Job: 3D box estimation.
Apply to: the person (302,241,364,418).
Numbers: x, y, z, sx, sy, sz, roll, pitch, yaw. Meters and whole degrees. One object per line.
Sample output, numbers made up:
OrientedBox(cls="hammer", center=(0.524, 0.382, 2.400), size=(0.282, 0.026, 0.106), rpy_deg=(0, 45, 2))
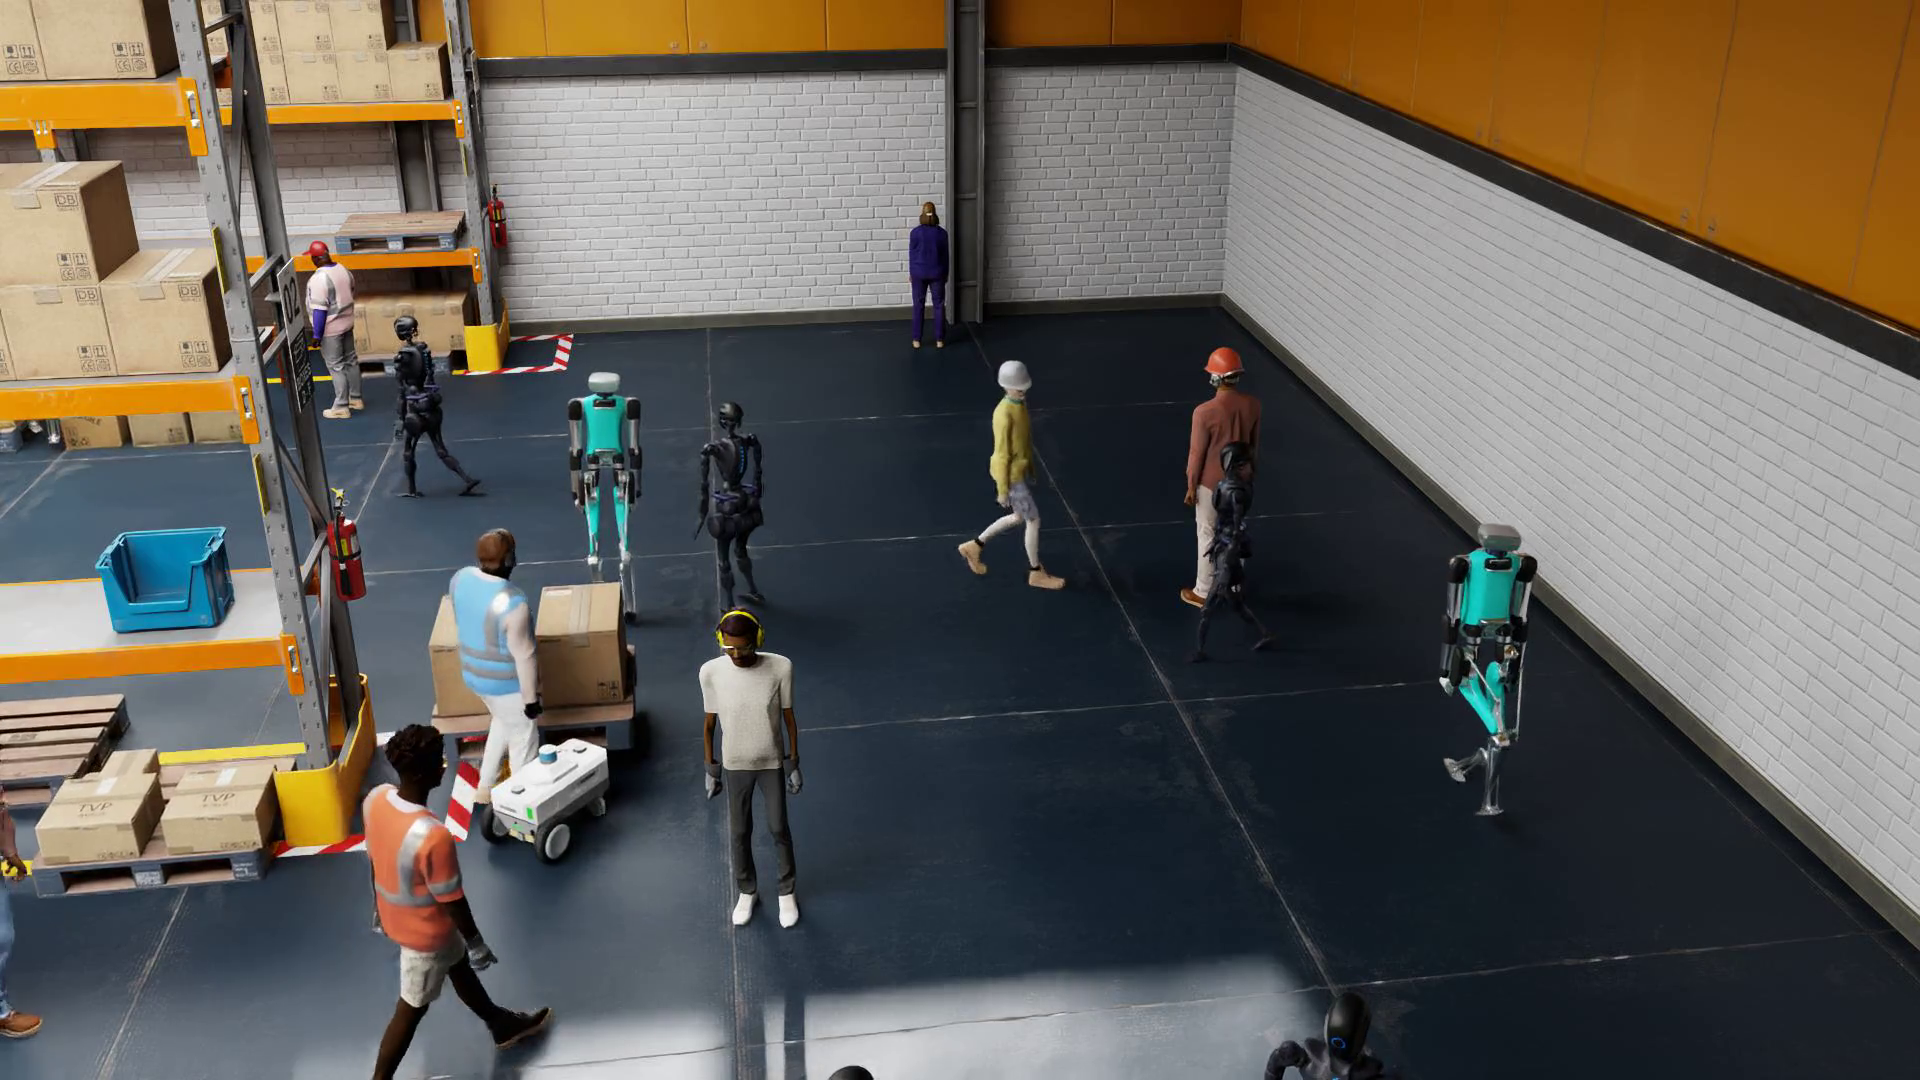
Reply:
OrientedBox(cls="person", center=(-6.132, -2.066, 16.259), size=(0.420, 1.752, 0.598), rpy_deg=(6, 24, 12))

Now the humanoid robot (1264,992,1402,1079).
OrientedBox(cls="humanoid robot", center=(1.387, 2.330, 6.339), size=(0.585, 1.639, 0.571), rpy_deg=(9, 25, 20))

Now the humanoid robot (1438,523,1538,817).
OrientedBox(cls="humanoid robot", center=(3.144, 0.864, 9.690), size=(0.548, 1.775, 1.053), rpy_deg=(-3, 24, -7))

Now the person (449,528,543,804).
OrientedBox(cls="person", center=(-2.647, 0.803, 9.654), size=(0.646, 1.818, 0.433), rpy_deg=(18, 30, 35))

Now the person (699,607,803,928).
OrientedBox(cls="person", center=(-1.083, 1.193, 8.713), size=(0.515, 1.856, 0.353), rpy_deg=(-1, 24, -3))

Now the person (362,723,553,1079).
OrientedBox(cls="person", center=(-2.391, 1.696, 7.506), size=(0.992, 1.908, 0.621), rpy_deg=(-19, 30, -37))

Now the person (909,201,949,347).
OrientedBox(cls="person", center=(-0.341, -2.941, 18.420), size=(0.443, 1.613, 0.377), rpy_deg=(-2, 24, -4))

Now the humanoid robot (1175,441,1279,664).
OrientedBox(cls="humanoid robot", center=(1.887, 0.087, 11.505), size=(0.755, 1.635, 0.598), rpy_deg=(0, 24, 0))

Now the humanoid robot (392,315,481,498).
OrientedBox(cls="humanoid robot", center=(-4.576, -1.118, 14.247), size=(0.741, 1.636, 0.615), rpy_deg=(5, 24, 12))

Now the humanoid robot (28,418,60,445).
OrientedBox(cls="humanoid robot", center=(-8.654, -1.631, 15.304), size=(0.597, 1.731, 1.051), rpy_deg=(-19, 30, -37))

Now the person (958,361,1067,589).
OrientedBox(cls="person", center=(0.405, -0.502, 12.578), size=(0.814, 1.845, 0.492), rpy_deg=(5, 24, 12))

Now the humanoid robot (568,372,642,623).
OrientedBox(cls="humanoid robot", center=(-2.558, -0.239, 12.208), size=(0.569, 1.840, 0.912), rpy_deg=(-6, 24, -13))

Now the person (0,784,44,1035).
OrientedBox(cls="person", center=(-4.710, 1.581, 7.721), size=(0.511, 1.955, 0.732), rpy_deg=(12, 26, 25))

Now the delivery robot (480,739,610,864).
OrientedBox(cls="delivery robot", center=(-2.399, 1.493, 9.663), size=(0.514, 0.614, 0.785), rpy_deg=(13, 27, 27))

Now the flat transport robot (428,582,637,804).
OrientedBox(cls="flat transport robot", center=(-2.670, 1.219, 10.620), size=(0.659, 0.231, 1.431), rpy_deg=(-4, 24, -8))

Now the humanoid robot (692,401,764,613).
OrientedBox(cls="humanoid robot", center=(-1.693, -0.221, 12.147), size=(0.591, 1.653, 0.373), rpy_deg=(-22, 32, -40))

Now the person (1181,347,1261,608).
OrientedBox(cls="person", center=(1.922, -0.457, 12.311), size=(0.616, 1.986, 0.405), rpy_deg=(-13, 27, -28))

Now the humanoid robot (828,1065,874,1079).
OrientedBox(cls="humanoid robot", center=(-0.404, 2.532, 5.915), size=(0.606, 1.624, 0.751), rpy_deg=(15, 28, 30))
